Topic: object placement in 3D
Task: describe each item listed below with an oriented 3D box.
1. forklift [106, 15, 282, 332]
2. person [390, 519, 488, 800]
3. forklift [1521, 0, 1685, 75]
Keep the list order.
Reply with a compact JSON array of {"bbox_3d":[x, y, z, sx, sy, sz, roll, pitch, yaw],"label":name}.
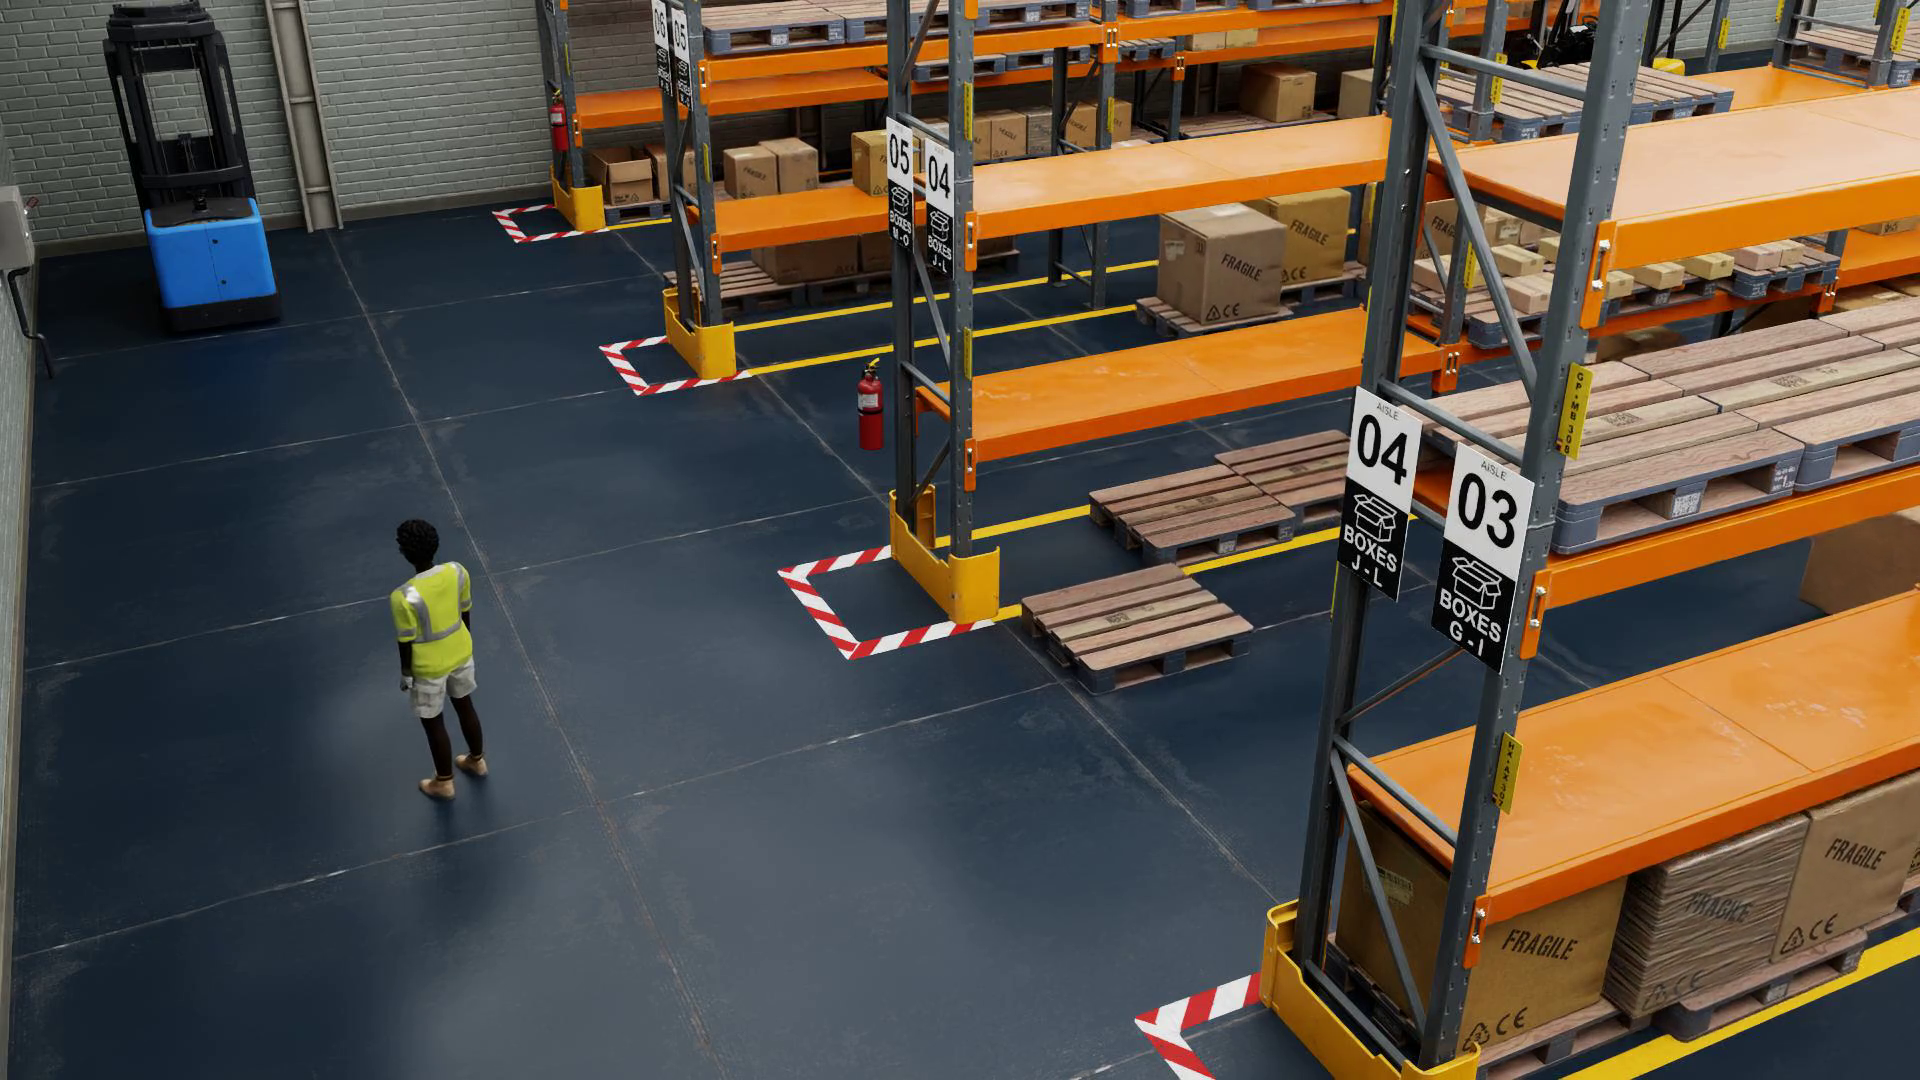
[{"bbox_3d":[-7.548,-3.672,16.323,1.129,2.768,1.873,-12,30,-22],"label":"forklift"},{"bbox_3d":[-2.909,0.662,9.293,0.319,1.687,0.538,14,31,25],"label":"person"},{"bbox_3d":[8.950,-6.807,23.056,1.214,2.155,2.313,-12,30,-22],"label":"forklift"}]
